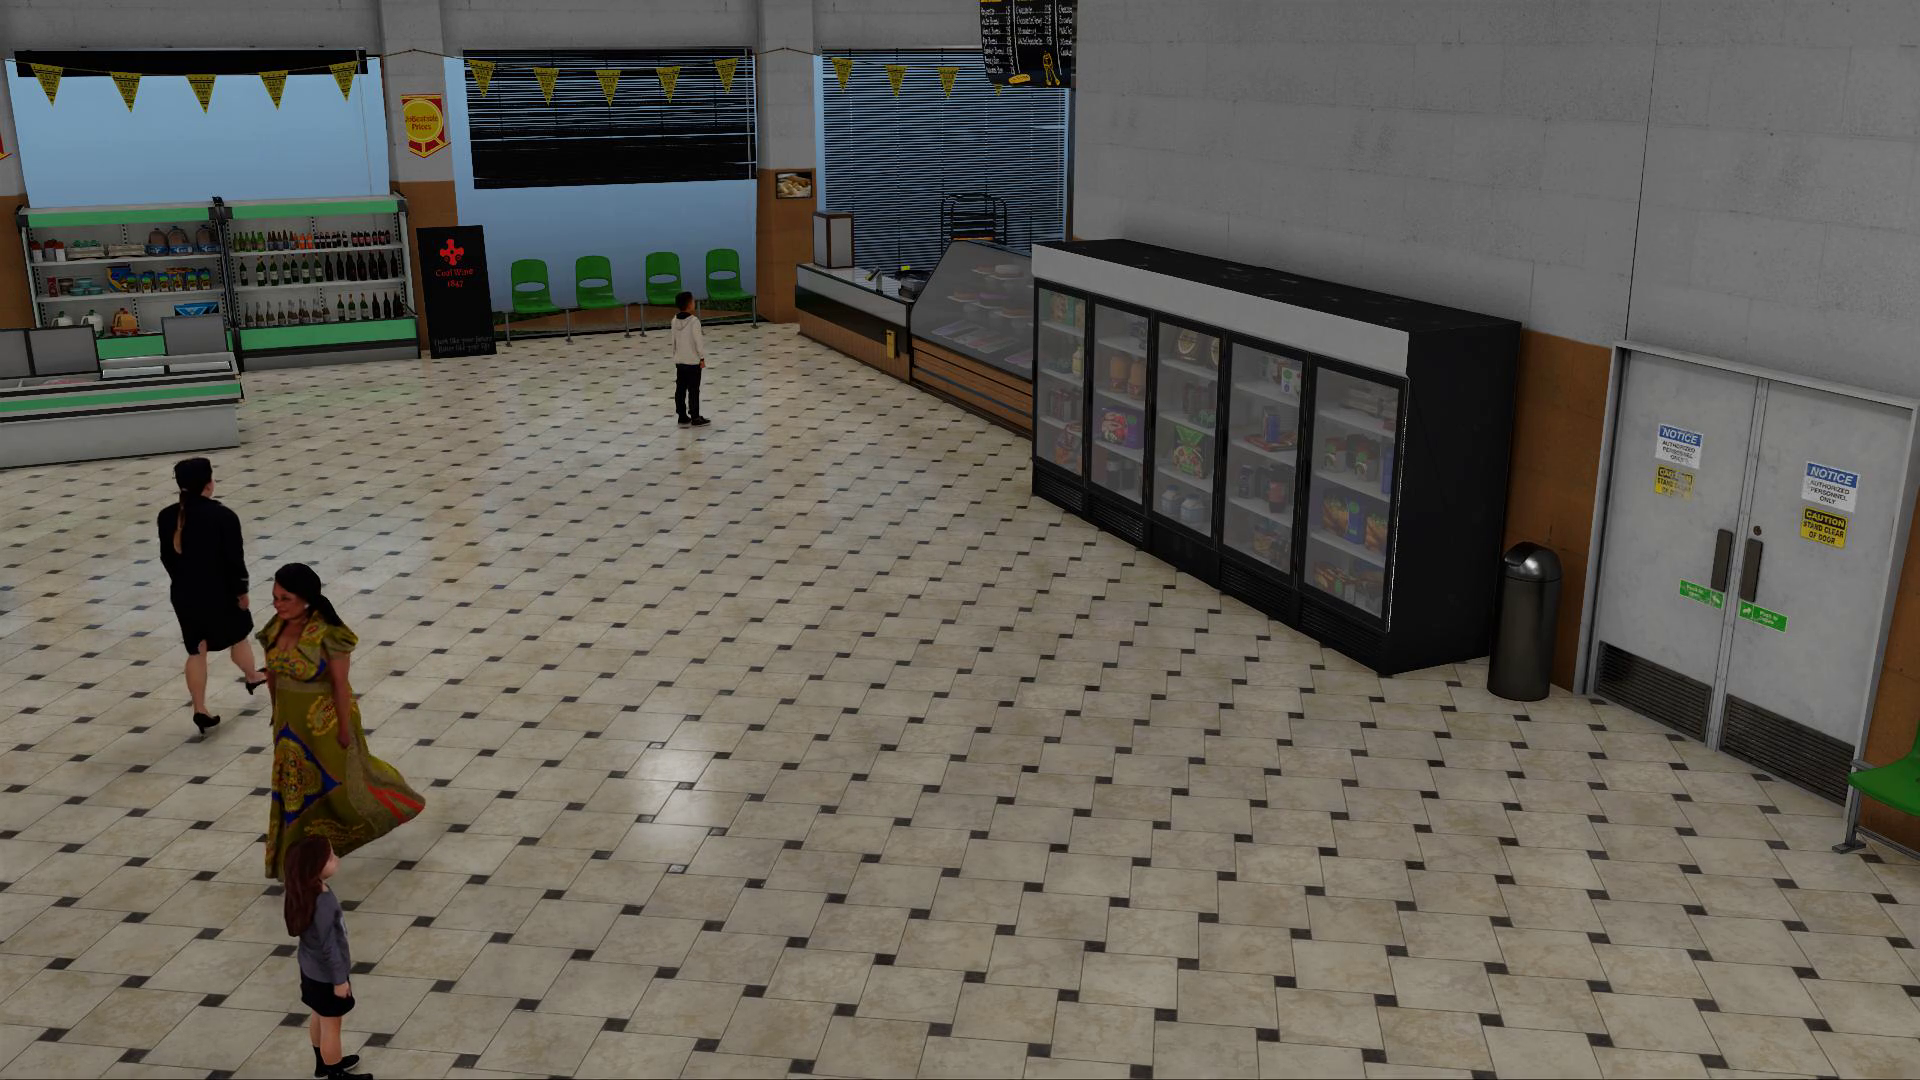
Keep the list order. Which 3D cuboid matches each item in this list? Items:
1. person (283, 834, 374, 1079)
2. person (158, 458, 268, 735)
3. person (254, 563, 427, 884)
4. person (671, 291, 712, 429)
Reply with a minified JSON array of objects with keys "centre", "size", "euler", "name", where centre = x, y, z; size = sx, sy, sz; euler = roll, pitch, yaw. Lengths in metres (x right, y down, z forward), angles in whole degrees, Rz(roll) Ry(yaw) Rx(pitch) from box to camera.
[{"centre":[-2.535,1.671,6.612],"size":[0.475,1.105,0.490],"euler":[-11,20,-31],"name":"person"},{"centre":[-4.561,0.372,9.974],"size":[1.112,1.638,1.084],"euler":[1,17,4],"name":"person"},{"centre":[-3.150,0.891,8.261],"size":[1.245,1.641,1.247],"euler":[4,17,12],"name":"person"},{"centre":[-2.941,-1.951,17.938],"size":[0.659,1.455,0.672],"euler":[11,20,33],"name":"person"}]
